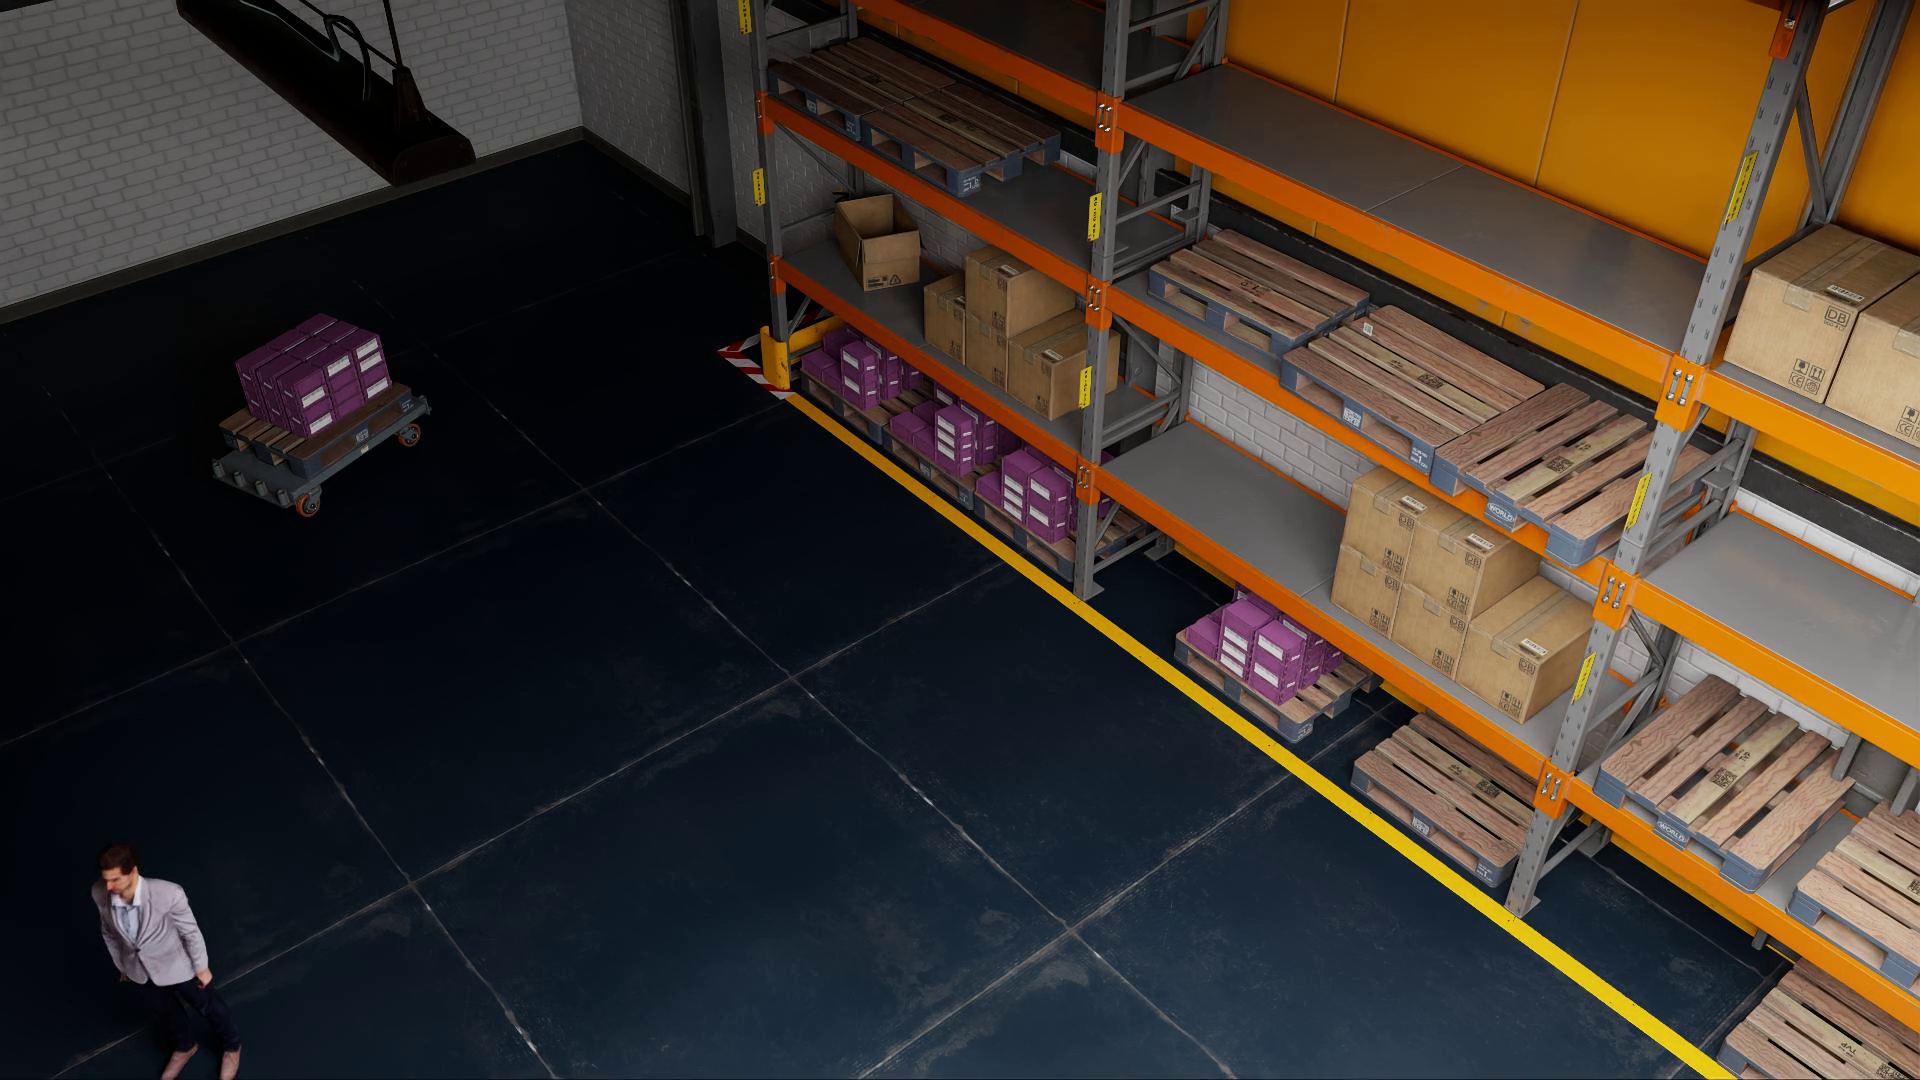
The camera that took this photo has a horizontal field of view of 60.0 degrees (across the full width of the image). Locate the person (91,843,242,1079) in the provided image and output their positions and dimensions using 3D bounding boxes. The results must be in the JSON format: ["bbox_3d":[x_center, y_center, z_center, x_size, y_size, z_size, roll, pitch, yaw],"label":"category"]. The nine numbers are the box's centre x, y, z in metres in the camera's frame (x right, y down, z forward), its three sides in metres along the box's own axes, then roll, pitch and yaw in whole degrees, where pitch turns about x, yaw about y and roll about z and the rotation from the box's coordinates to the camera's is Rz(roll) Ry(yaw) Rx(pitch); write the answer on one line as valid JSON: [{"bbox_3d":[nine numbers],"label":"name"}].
[{"bbox_3d":[-4.356,2.295,9.117,0.763,1.852,0.823,3,39,4],"label":"person"}]
